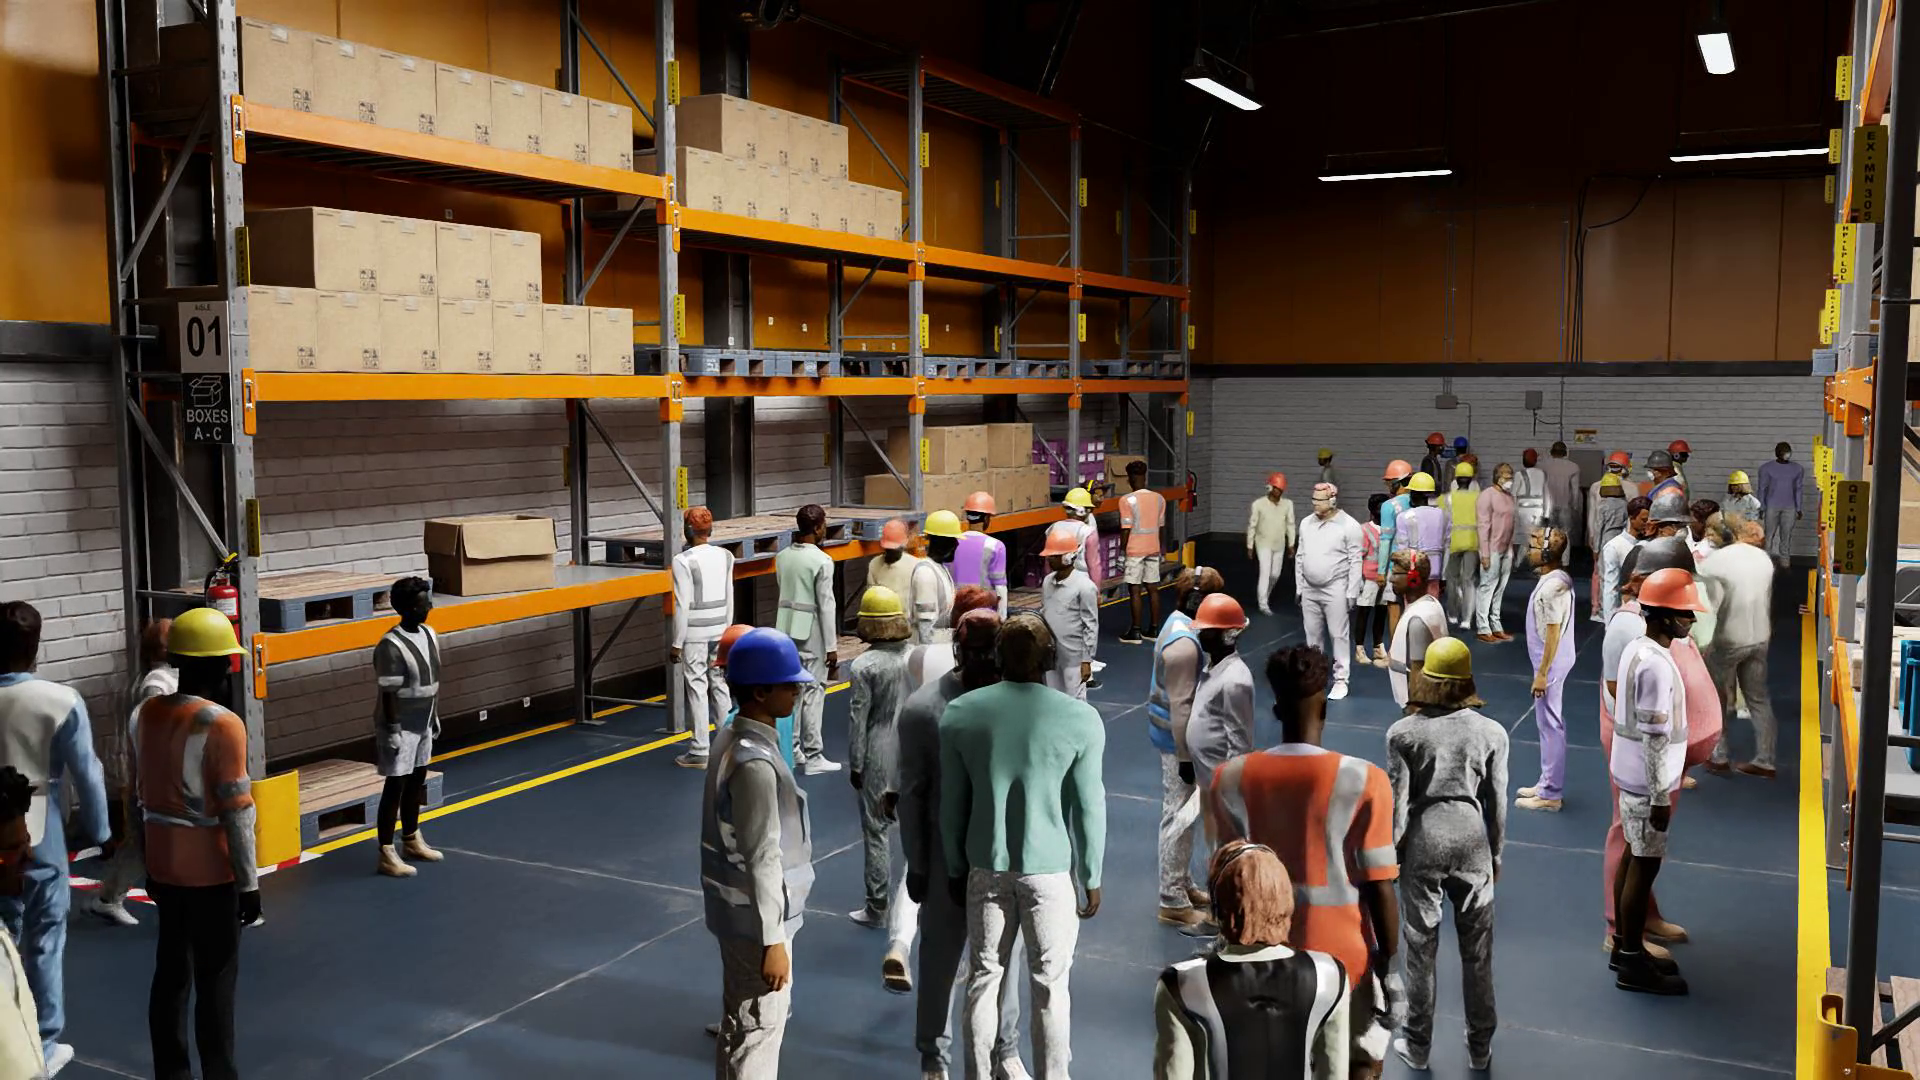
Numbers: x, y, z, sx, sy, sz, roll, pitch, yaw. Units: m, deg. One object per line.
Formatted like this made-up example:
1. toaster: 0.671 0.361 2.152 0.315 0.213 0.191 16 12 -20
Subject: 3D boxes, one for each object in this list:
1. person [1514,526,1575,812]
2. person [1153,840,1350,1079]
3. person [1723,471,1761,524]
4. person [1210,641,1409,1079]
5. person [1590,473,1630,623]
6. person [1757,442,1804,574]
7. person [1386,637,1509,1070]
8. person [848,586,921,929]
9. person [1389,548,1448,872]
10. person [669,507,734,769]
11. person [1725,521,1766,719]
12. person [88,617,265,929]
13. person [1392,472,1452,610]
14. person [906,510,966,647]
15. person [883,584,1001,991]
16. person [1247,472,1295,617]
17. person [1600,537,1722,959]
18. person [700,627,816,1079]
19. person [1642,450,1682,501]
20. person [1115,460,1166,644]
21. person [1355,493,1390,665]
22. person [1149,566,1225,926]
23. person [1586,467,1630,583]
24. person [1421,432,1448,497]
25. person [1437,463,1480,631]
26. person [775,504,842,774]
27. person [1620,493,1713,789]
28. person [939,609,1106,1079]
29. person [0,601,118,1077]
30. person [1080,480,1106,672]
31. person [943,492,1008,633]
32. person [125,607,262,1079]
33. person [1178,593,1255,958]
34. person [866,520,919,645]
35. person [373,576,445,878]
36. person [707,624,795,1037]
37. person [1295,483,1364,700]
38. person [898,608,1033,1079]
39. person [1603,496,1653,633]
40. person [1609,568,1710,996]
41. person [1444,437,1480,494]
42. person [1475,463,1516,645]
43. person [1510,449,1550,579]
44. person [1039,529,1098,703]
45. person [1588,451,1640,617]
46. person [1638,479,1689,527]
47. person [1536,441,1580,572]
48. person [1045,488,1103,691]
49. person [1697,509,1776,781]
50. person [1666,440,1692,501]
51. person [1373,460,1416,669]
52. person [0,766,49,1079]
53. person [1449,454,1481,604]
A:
1. person: 3.797 0.831 10.775 0.345 1.847 0.504 2 6 24
2. person: 0.709 1.555 4.076 0.517 1.639 0.313 -1 5 -11
3. person: 9.310 0.041 19.889 0.335 1.736 0.487 -3 6 -31
4. person: 1.102 1.294 5.248 0.639 1.943 0.423 3 6 31
5. person: 7.547 0.094 19.307 0.486 1.738 0.321 -1 5 -14
6. person: 11.924 -0.461 24.179 0.636 1.939 0.364 0 5 5
7. person: 1.952 1.258 6.716 0.485 1.744 0.308 1 5 6
8. person: -0.385 1.100 8.495 0.486 1.737 0.319 -5 7 -41
9. person: 2.619 0.962 9.441 0.393 1.836 0.562 2 6 18
10. person: -1.859 0.699 11.990 0.342 1.882 0.579 4 7 36
11. person: 6.502 0.657 13.755 0.280 1.636 0.502 -1 5 -6
12. person: -4.008 1.179 8.389 0.859 1.593 0.517 -1 5 -10
13. person: 4.381 0.321 15.813 0.588 1.930 0.362 -2 6 -20
14. person: -0.158 0.755 11.226 0.399 1.915 0.596 1 5 10
15. person: -0.053 1.134 7.427 0.610 1.859 0.637 2 6 20
16. person: 3.722 0.033 20.045 0.557 1.718 0.742 -2 6 -17
17. person: 3.387 0.988 8.045 0.536 2.000 0.688 4 7 35
18. person: -0.674 1.261 5.604 0.391 1.948 0.605 -1 6 -15
19. person: 7.871 -0.008 18.763 0.535 2.000 0.683 2 6 16
20. person: 1.912 0.126 17.750 0.608 1.959 0.399 -4 6 -34
21. person: 4.109 0.382 16.391 0.540 1.695 0.317 -3 6 -30
22. person: 1.190 1.046 8.552 0.430 1.837 0.629 1 5 11
23. person: 9.110 -0.243 22.970 0.733 1.724 0.530 4 6 33
24. person: 7.236 -0.627 25.447 0.404 2.038 0.605 3 6 25
25. person: 5.675 0.074 18.764 0.606 1.885 0.975 1 5 13
26. person: -1.093 0.703 11.805 0.399 1.914 0.586 -5 7 -42
27. person: 4.789 0.694 11.214 0.683 2.000 0.538 -4 7 -39
28. person: 0.231 1.221 6.151 0.629 1.931 0.376 2 6 16
29. person: -3.729 1.187 6.648 0.616 1.900 0.572 0 5 1
30. person: 1.235 0.343 16.000 0.342 1.856 0.523 1 5 9
31. person: 0.126 0.581 13.068 0.553 1.923 0.392 3 6 25
32. person: -2.841 1.212 6.244 0.594 1.924 0.382 3 6 27
33. person: 1.245 1.128 8.057 0.330 1.751 0.573 0 5 -3
34. person: -0.477 0.670 13.375 0.583 1.691 0.883 4 7 38
35. person: -3.116 1.039 9.391 0.323 1.690 0.537 1 5 12
36. person: -0.897 1.226 7.088 0.348 1.740 0.574 1 5 14
37. person: 3.202 0.447 14.599 0.400 1.905 0.645 -5 7 -43
38. person: 0.085 1.208 6.393 0.642 1.909 0.399 -2 6 -20
39. person: 5.194 0.610 12.840 0.598 1.908 0.402 -3 6 -29
40. person: 3.172 1.088 7.573 0.389 1.930 0.545 1 6 15
41. person: 8.047 -0.690 26.681 0.608 1.936 0.434 -1 5 -10
42. person: 5.731 0.140 17.743 0.627 1.934 0.371 -5 7 -43
43. person: 8.107 -0.385 23.869 0.594 1.831 0.972 -2 6 -23
44. person: 0.722 0.796 11.646 0.337 1.747 0.573 -4 6 -34
45. person: 7.681 -0.048 19.506 0.616 1.986 0.407 5 7 44
46. person: 8.673 -0.099 20.581 0.621 1.892 0.723 3 6 28
47. person: 8.816 -0.496 24.561 0.631 1.939 0.370 2 6 19
48. person: 1.044 0.444 15.025 0.593 1.828 0.403 5 7 44
49. person: 5.368 0.735 11.586 0.634 1.905 0.524 -2 6 -21
50. person: 9.993 -0.401 23.230 0.378 1.995 0.609 3 6 26
51. person: 4.254 0.242 16.120 0.606 2.036 0.407 -4 6 -35
52. person: -2.196 1.446 3.790 1.015 1.909 0.613 -1 5 -15
53. person: 6.407 -0.140 21.019 0.577 1.884 0.353 -5 7 -41
